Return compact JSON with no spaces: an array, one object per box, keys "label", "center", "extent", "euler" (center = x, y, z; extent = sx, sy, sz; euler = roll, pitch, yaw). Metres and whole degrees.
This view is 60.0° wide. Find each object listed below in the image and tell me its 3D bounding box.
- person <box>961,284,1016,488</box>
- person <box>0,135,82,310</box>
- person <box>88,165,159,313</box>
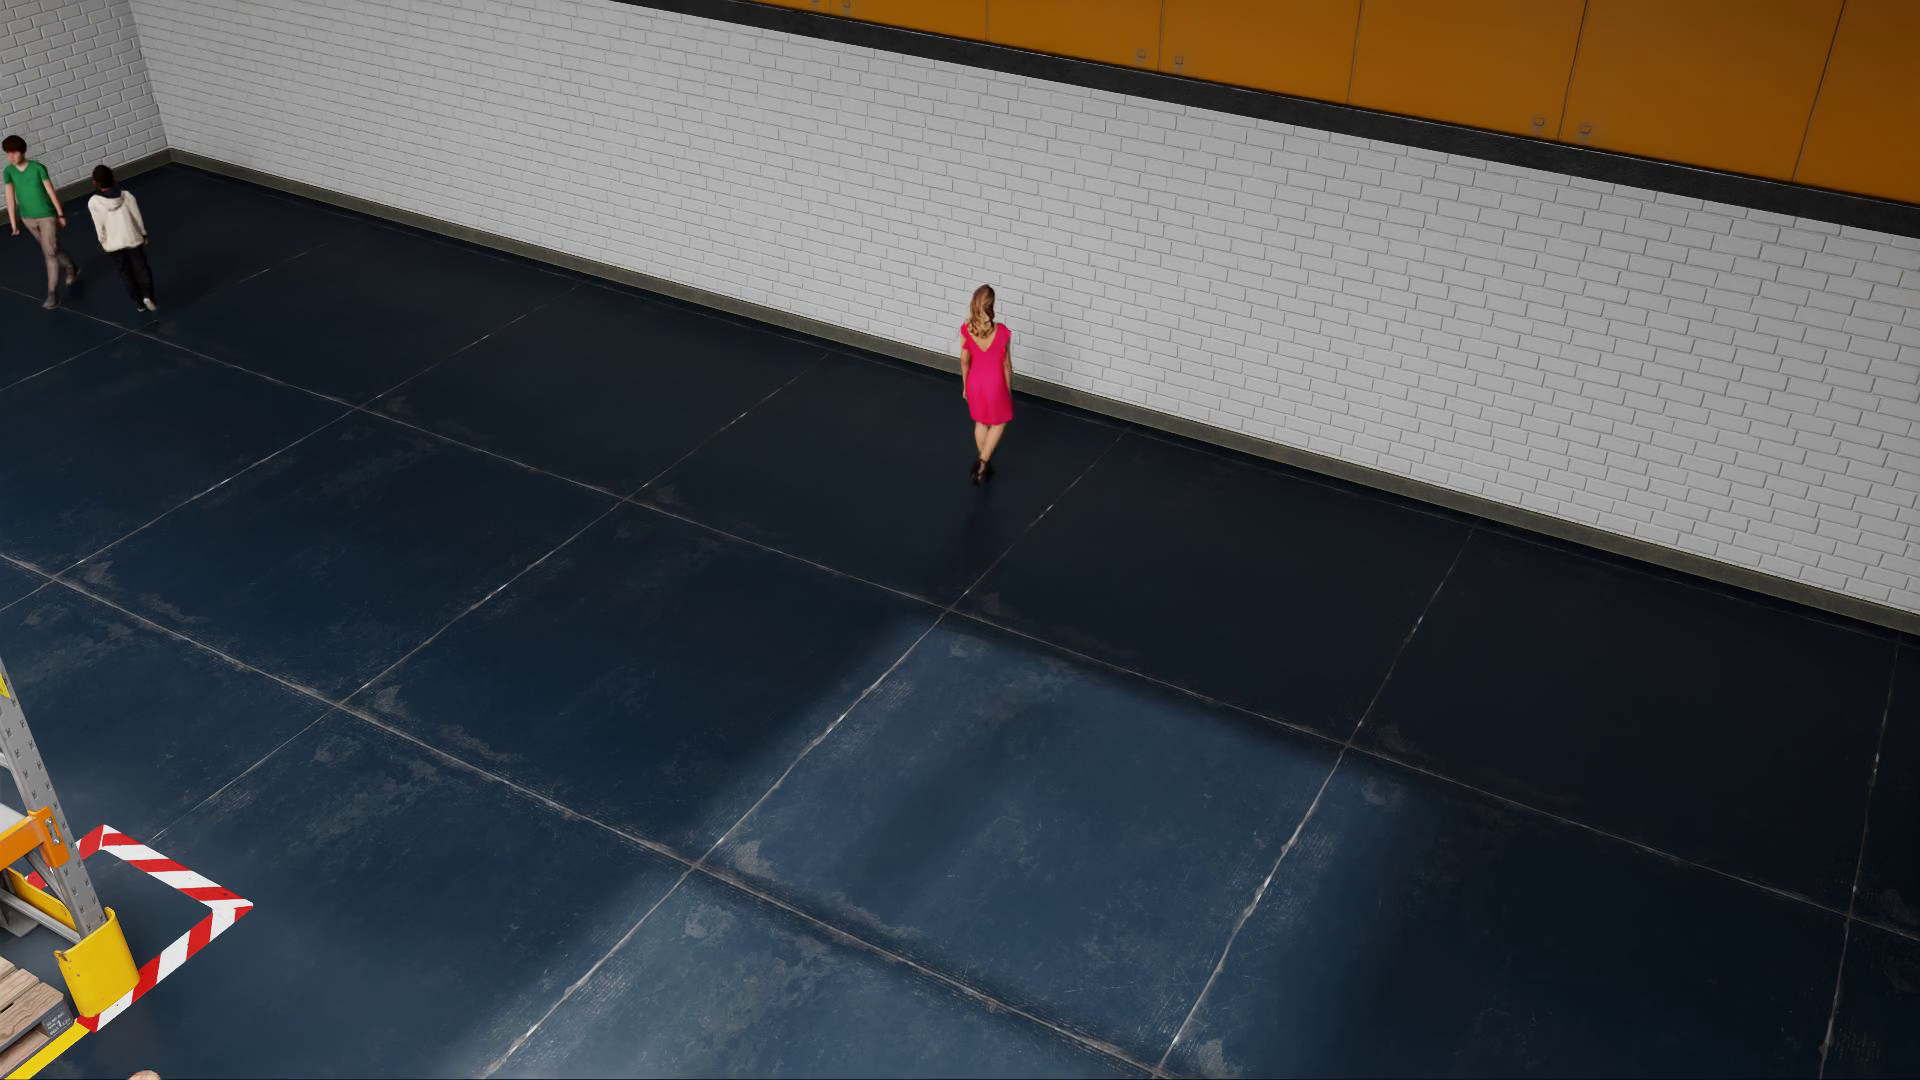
[{"label":"person","center":[0.189,-1.150,12.994],"extent":[0.662,1.713,0.858],"euler":[11,35,17]},{"label":"person","center":[-8.864,-3.135,16.076],"extent":[1.003,1.607,1.196],"euler":[-2,34,-3]},{"label":"person","center":[-7.915,-2.805,15.727],"extent":[0.788,1.445,0.830],"euler":[-13,36,-19]}]
